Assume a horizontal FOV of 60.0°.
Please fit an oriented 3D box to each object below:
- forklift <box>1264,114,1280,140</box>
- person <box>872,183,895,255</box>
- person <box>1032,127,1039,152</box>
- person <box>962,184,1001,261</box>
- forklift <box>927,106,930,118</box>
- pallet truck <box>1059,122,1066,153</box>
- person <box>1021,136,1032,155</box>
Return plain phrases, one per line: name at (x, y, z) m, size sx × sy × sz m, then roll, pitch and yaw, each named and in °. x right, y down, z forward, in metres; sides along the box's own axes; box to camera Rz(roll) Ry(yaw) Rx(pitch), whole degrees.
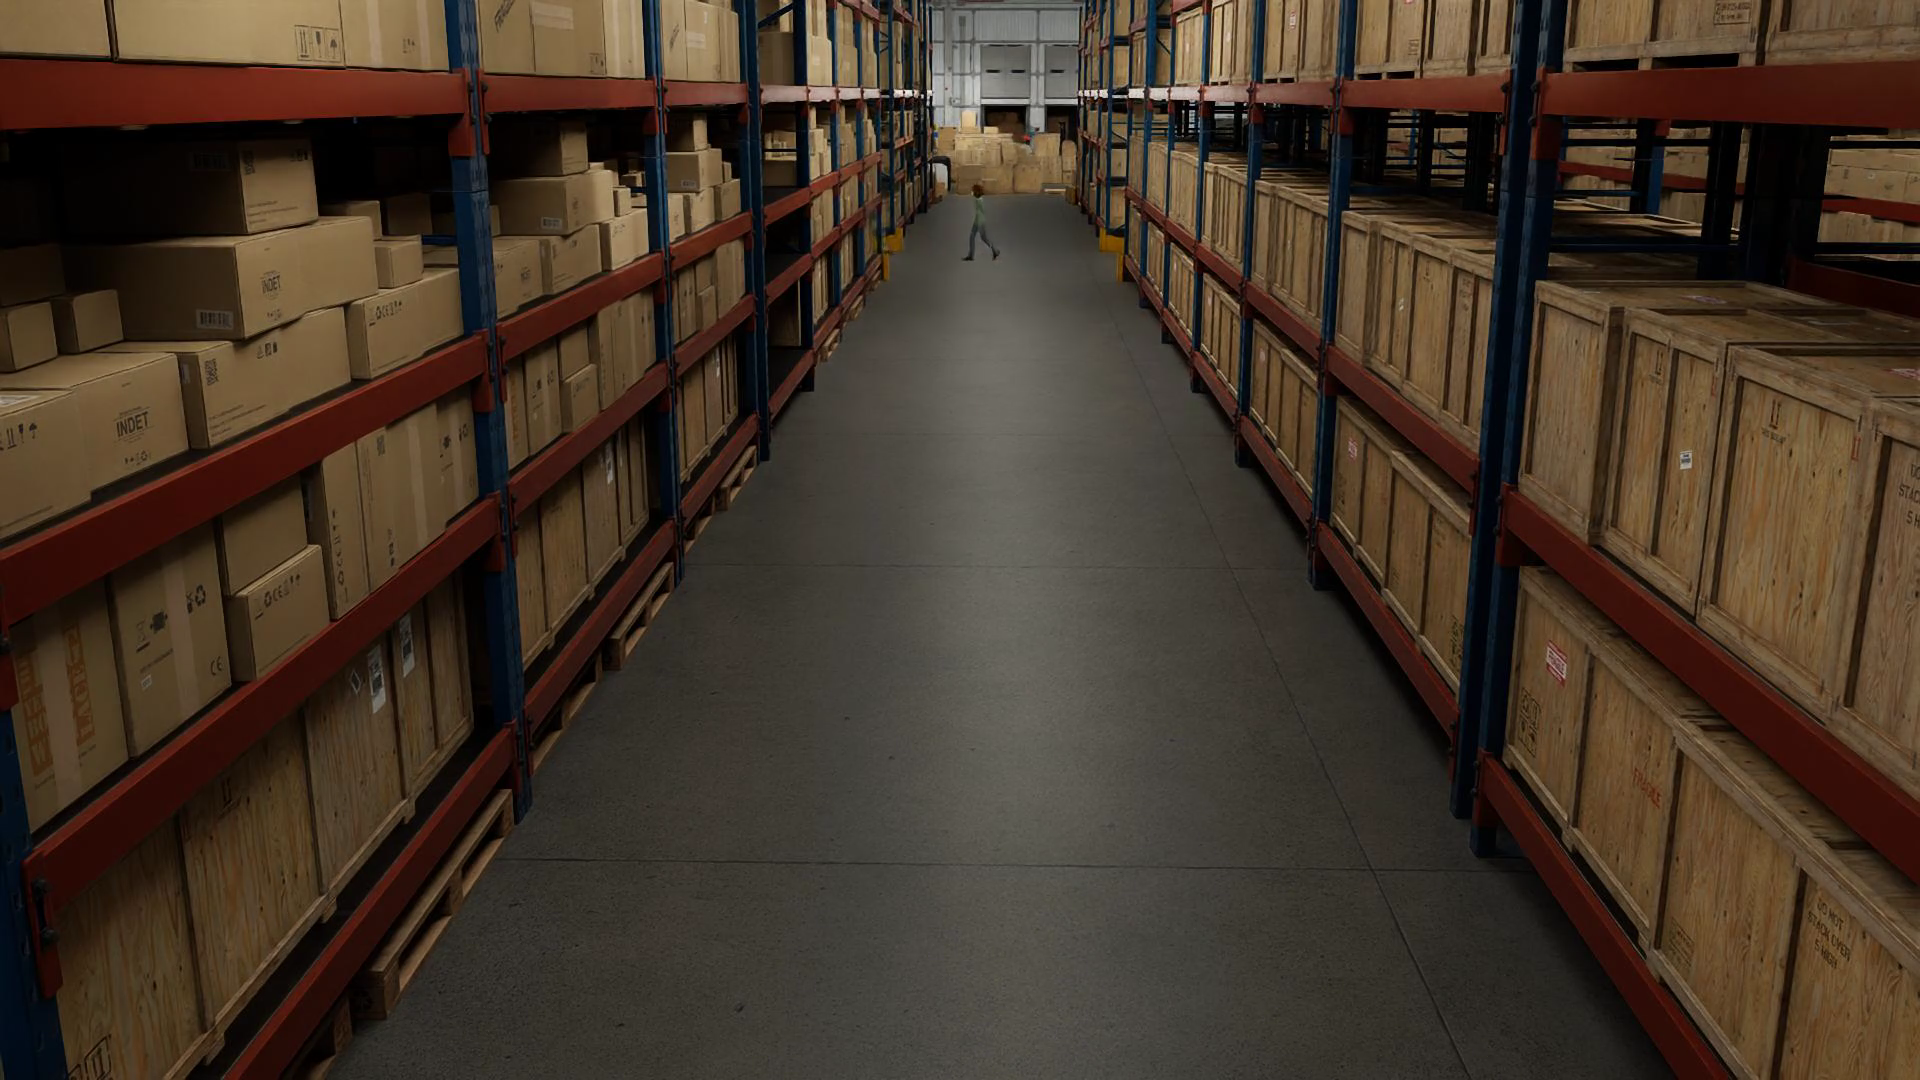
forklift at (11.017, -13.910, 59.545) m, size 1.129 × 2.768 × 1.873 m, roll 0°, pitch 15°, yaw 2°
person at (-1.873, -7.017, 36.330) m, size 0.806 × 1.604 × 0.493 m, roll 2°, pitch 15°, yaw 6°
person at (4.254, -22.379, 93.463) m, size 0.740 × 1.616 × 0.522 m, roll -1°, pitch 15°, yaw -4°
person at (0.462, -6.714, 35.196) m, size 0.772 × 1.610 × 0.516 m, roll -4°, pitch 15°, yaw -13°
forklift at (-1.928, -21.355, 87.247) m, size 1.129 × 2.768 × 1.873 m, roll 0°, pitch 15°, yaw 2°
pallet truck at (5.788, -21.111, 88.014) m, size 1.885 × 1.965 × 0.823 m, roll 5°, pitch 16°, yaw 18°
person at (2.401, -13.969, 61.540) m, size 1.006 × 1.951 × 0.634 m, roll 11°, pitch 18°, yaw 35°
